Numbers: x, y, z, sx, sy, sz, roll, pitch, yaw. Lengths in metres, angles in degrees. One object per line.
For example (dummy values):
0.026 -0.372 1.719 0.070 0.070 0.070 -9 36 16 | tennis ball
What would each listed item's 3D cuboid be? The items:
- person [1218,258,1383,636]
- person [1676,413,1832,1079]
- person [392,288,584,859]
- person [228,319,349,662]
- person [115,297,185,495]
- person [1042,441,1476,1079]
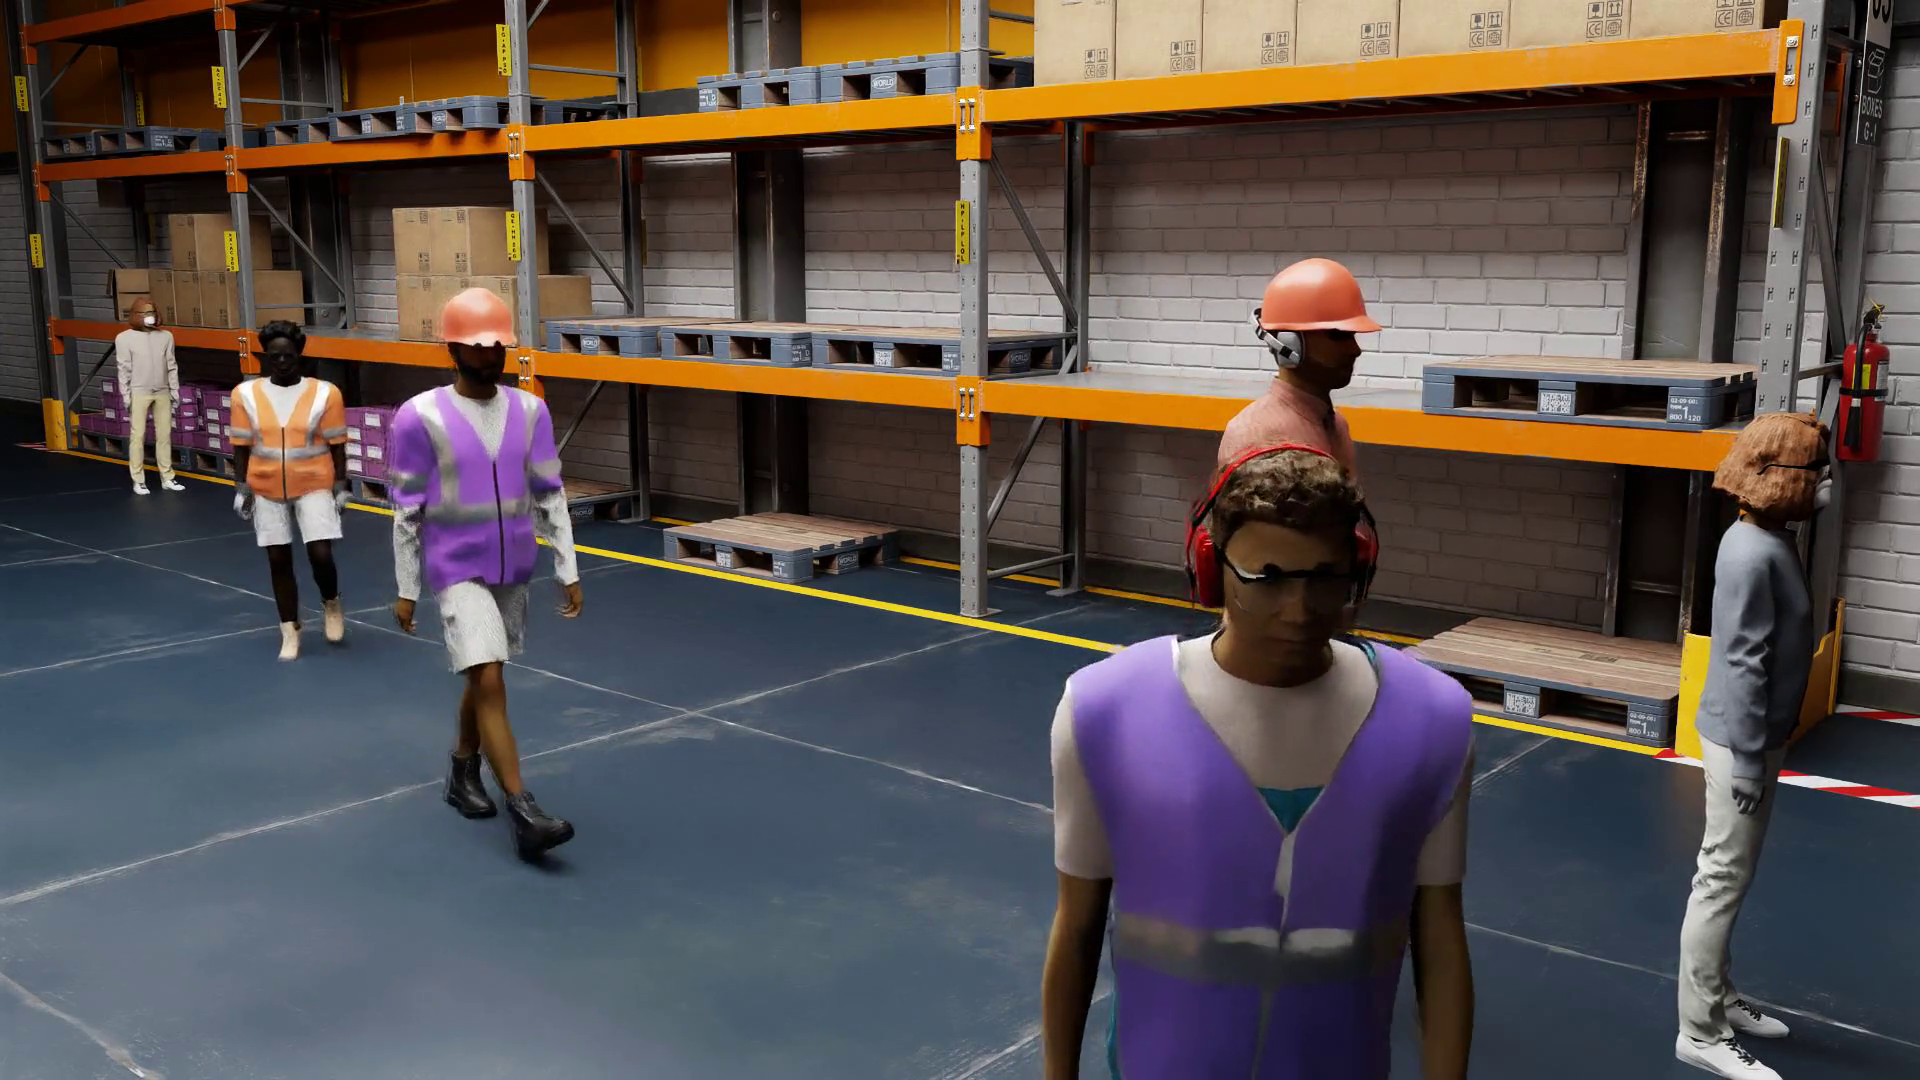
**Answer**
0.859 0.290 4.262 0.376 1.995 0.608 6 12 31 | person
1.953 0.499 4.094 0.276 1.633 0.507 6 11 29 | person
-1.568 0.102 5.633 0.569 1.882 0.977 -9 14 -42 | person
-3.274 -0.236 8.147 0.541 1.688 0.369 -2 10 -12 | person
-6.696 -1.189 13.744 0.284 1.626 0.504 7 12 34 | person
0.391 0.739 2.310 0.576 1.791 0.986 -1 10 -6 | person
